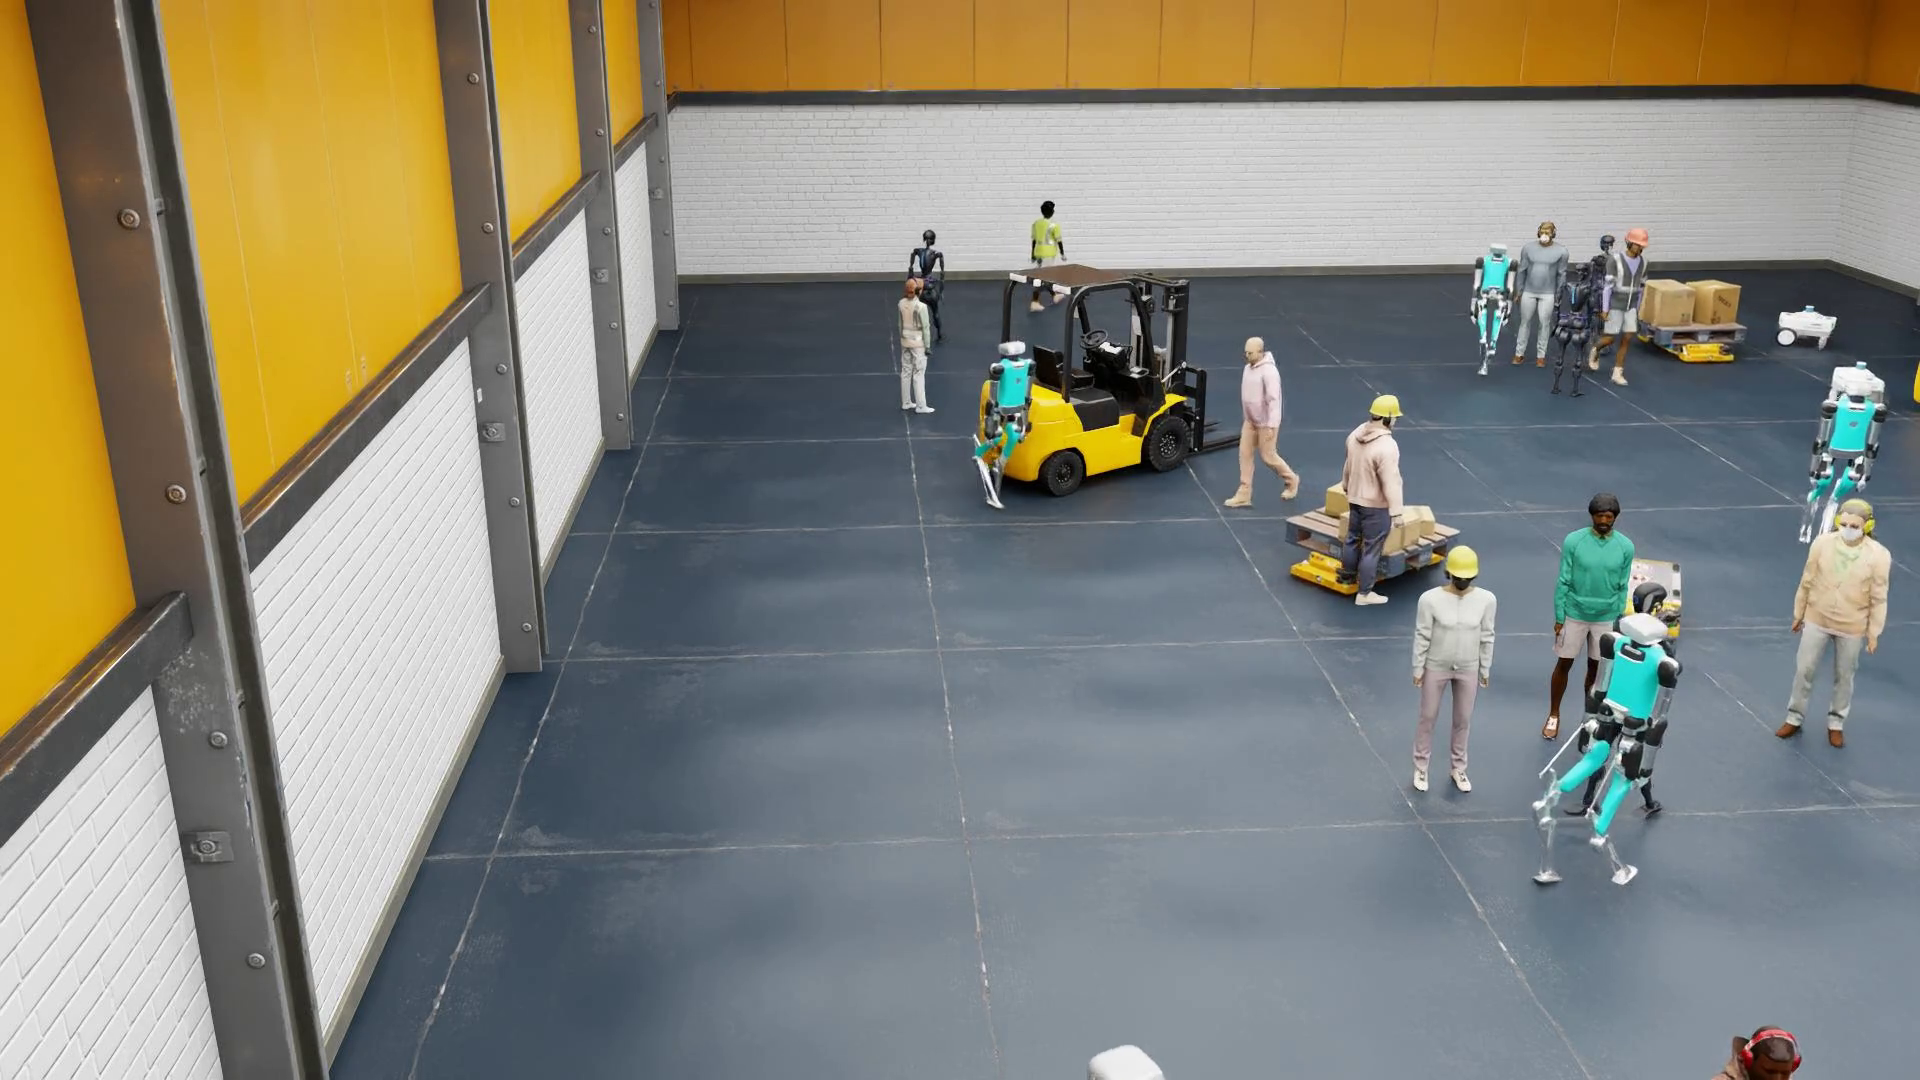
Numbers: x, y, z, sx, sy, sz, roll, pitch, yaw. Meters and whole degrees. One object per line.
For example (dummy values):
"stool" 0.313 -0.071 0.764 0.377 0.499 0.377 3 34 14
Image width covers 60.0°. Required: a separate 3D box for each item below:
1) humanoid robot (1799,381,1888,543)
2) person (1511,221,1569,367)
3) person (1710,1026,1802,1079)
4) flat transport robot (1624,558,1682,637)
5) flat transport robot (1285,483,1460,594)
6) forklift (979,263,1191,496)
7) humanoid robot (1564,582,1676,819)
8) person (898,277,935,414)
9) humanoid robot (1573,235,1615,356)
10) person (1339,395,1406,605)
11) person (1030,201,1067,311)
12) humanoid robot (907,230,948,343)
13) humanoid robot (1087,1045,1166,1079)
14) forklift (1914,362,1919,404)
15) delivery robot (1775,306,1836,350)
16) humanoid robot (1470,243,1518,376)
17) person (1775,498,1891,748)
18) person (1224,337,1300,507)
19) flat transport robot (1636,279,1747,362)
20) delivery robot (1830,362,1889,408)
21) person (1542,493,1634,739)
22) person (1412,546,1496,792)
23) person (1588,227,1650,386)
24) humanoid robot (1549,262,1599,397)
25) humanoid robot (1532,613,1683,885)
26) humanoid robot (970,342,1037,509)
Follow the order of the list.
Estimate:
"humanoid robot" 8.085 -0.651 15.375 0.532 1.839 0.897 6 21 16
"person" 7.706 -3.272 22.122 0.626 1.940 0.373 9 22 24
"person" 3.071 2.588 6.582 0.458 1.642 0.320 3 20 7
"flat transport robot" 5.869 0.457 14.383 0.659 0.231 1.431 8 22 20
"flat transport robot" 3.739 0.163 15.182 1.431 0.231 0.659 -15 25 -36
"forklift" 1.315 -1.764 17.646 2.313 2.155 1.214 -14 24 -33
"humanoid robot" 4.352 1.064 10.727 0.602 1.655 0.601 -8 22 -20
"person" -0.545 -2.335 19.997 0.306 1.640 0.512 -18 27 -40
"humanoid robot" 8.738 -3.311 22.631 0.615 1.648 0.435 -10 22 -26
"person" 3.511 -0.341 14.258 0.434 1.855 0.819 -8 22 -20
"person" 1.366 -4.371 25.532 0.889 1.647 0.540 -16 25 -36
"humanoid robot" -0.462 -3.514 23.206 0.607 1.630 0.731 10 22 24
"humanoid robot" 0.701 2.747 6.051 0.553 1.806 0.816 -18 27 -40
"forklift" 12.602 -2.435 19.475 2.313 2.155 1.214 -1 20 -4
"delivery robot" 11.848 -2.981 23.354 0.779 0.608 0.507 10 22 26
"humanoid robot" 6.851 -2.901 21.393 0.554 1.744 0.946 3 20 9
"person" 6.193 0.580 11.750 0.585 1.861 0.413 15 25 36
"person" 3.075 -1.187 16.714 0.721 1.758 0.605 -9 22 -23
"flat transport robot" 10.044 -2.729 23.062 0.659 0.231 1.431 -2 20 -5
"delivery robot" 10.956 -1.855 20.282 0.499 0.606 0.790 1 20 3
"person" 4.479 0.541 11.861 0.493 1.850 0.397 4 21 10
"person" 3.283 0.862 11.117 0.528 1.760 0.334 1 20 3
"person" 8.456 -3.015 21.308 0.628 2.016 0.672 -4 21 -10
"humanoid robot" 7.655 -2.640 20.764 0.599 1.653 0.315 18 26 39
"humanoid robot" 3.795 1.325 9.945 0.875 1.781 0.559 -11 23 -28
"humanoid robot" 0.350 -1.098 16.624 0.536 1.889 0.790 -14 24 -33
